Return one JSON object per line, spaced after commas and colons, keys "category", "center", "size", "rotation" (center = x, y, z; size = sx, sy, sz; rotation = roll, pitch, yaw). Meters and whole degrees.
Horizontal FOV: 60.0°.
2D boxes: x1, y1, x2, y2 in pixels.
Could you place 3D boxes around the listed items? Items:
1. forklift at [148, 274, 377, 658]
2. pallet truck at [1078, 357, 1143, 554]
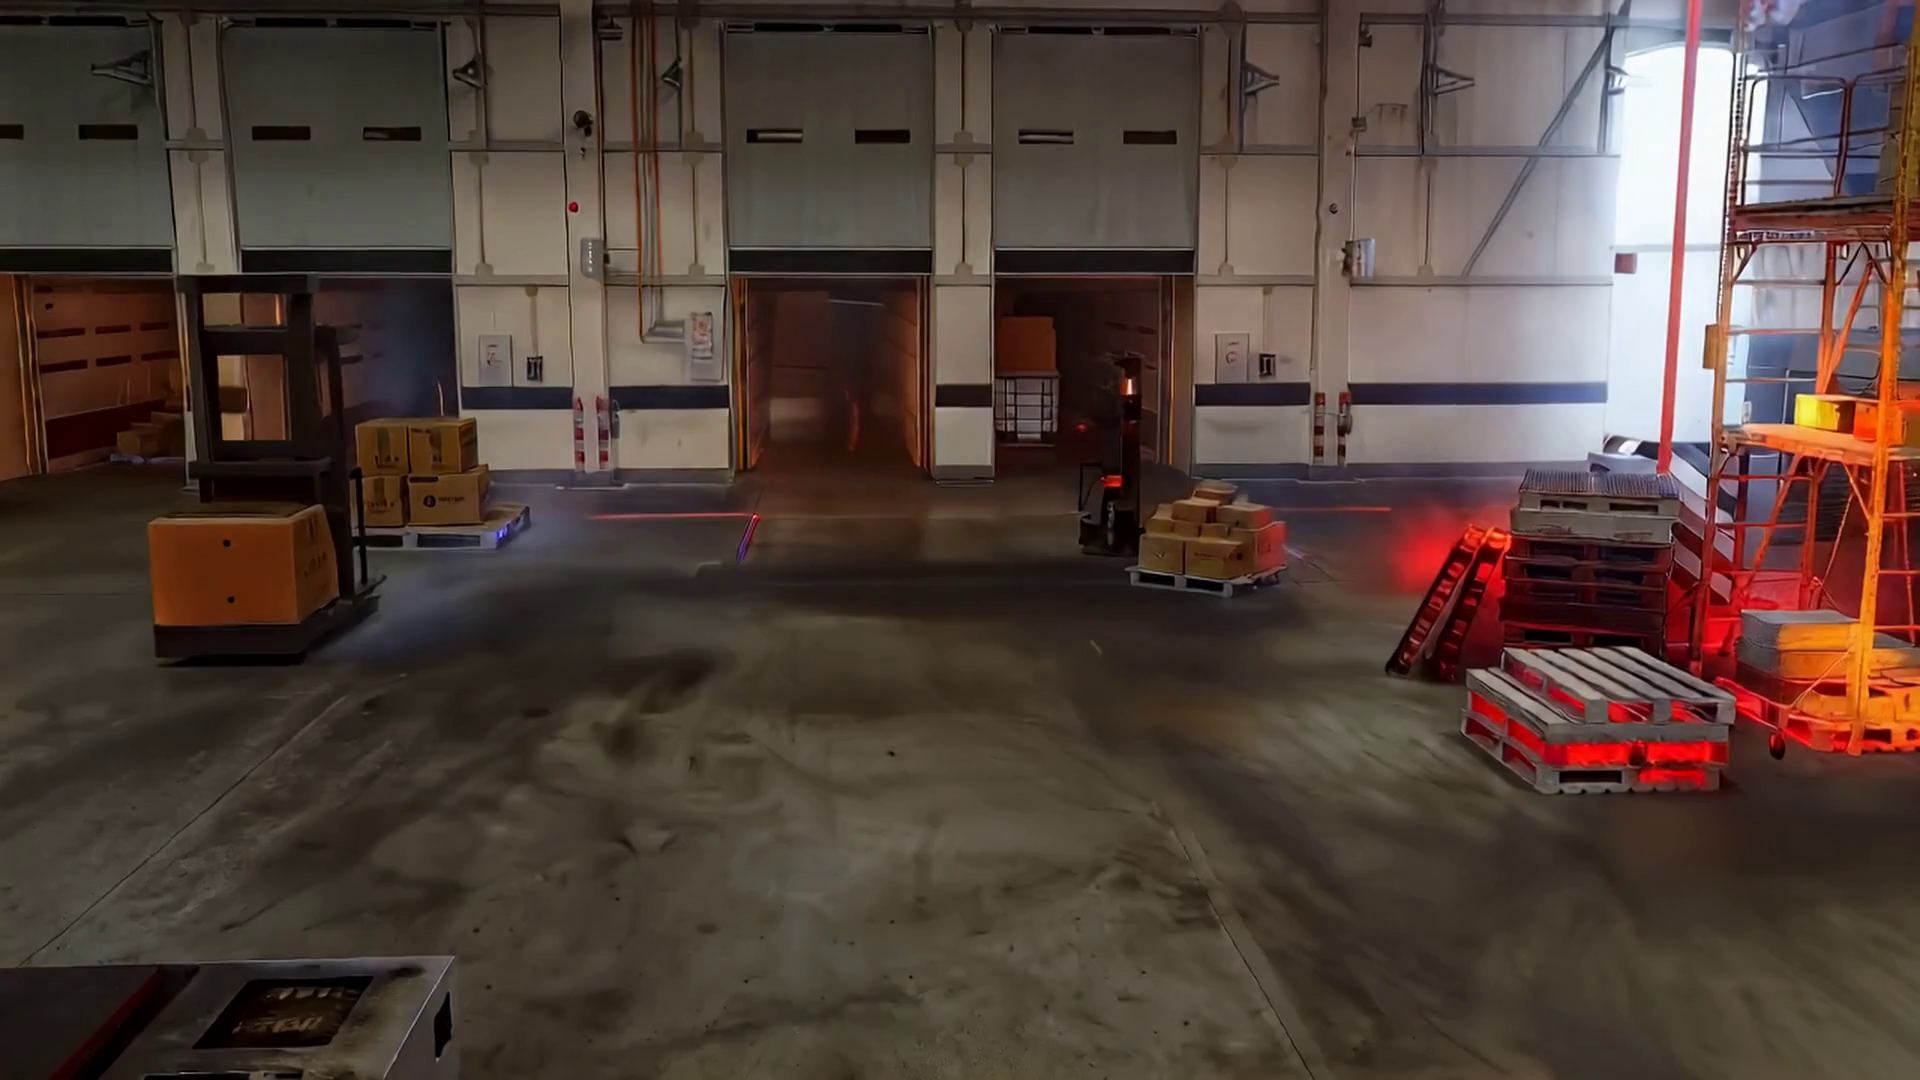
{"category": "forklift", "center": [-5.348, -0.627, 12.681], "size": [1.129, 2.768, 1.873], "rotation": [-1, 9, -4]}
{"category": "pallet truck", "center": [2.088, -0.836, 16.757], "size": [1.885, 1.965, 0.823], "rotation": [2, 9, 13]}
